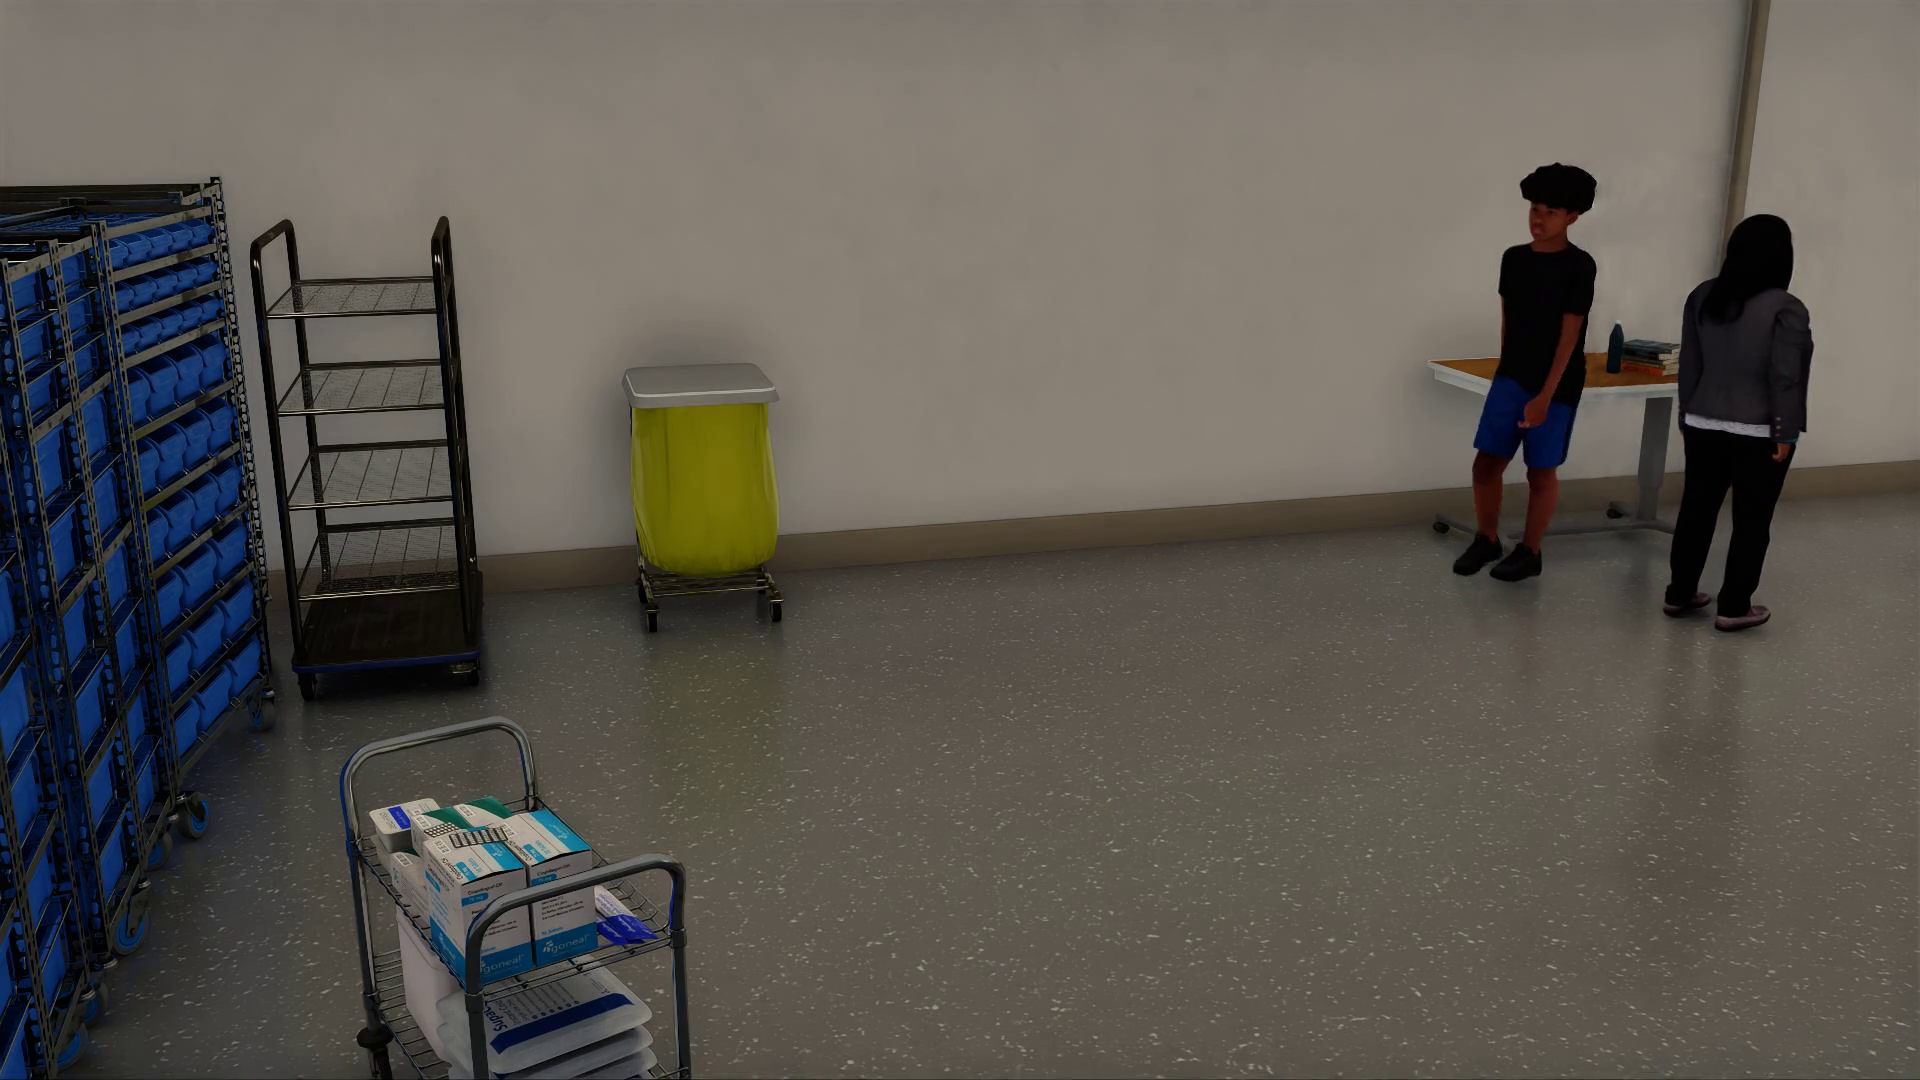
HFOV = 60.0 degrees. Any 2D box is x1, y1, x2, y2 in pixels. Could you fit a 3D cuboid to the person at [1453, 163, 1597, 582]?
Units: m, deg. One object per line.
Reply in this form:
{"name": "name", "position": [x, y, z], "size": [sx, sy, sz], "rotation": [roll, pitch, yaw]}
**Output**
{"name": "person", "position": [2.426, -0.638, 6.811], "size": [0.923, 1.749, 0.835], "rotation": [-12, 20, -37]}

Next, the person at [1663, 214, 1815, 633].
{"name": "person", "position": [2.996, -0.445, 6.413], "size": [0.741, 1.594, 0.741], "rotation": [-9, 18, -30]}
